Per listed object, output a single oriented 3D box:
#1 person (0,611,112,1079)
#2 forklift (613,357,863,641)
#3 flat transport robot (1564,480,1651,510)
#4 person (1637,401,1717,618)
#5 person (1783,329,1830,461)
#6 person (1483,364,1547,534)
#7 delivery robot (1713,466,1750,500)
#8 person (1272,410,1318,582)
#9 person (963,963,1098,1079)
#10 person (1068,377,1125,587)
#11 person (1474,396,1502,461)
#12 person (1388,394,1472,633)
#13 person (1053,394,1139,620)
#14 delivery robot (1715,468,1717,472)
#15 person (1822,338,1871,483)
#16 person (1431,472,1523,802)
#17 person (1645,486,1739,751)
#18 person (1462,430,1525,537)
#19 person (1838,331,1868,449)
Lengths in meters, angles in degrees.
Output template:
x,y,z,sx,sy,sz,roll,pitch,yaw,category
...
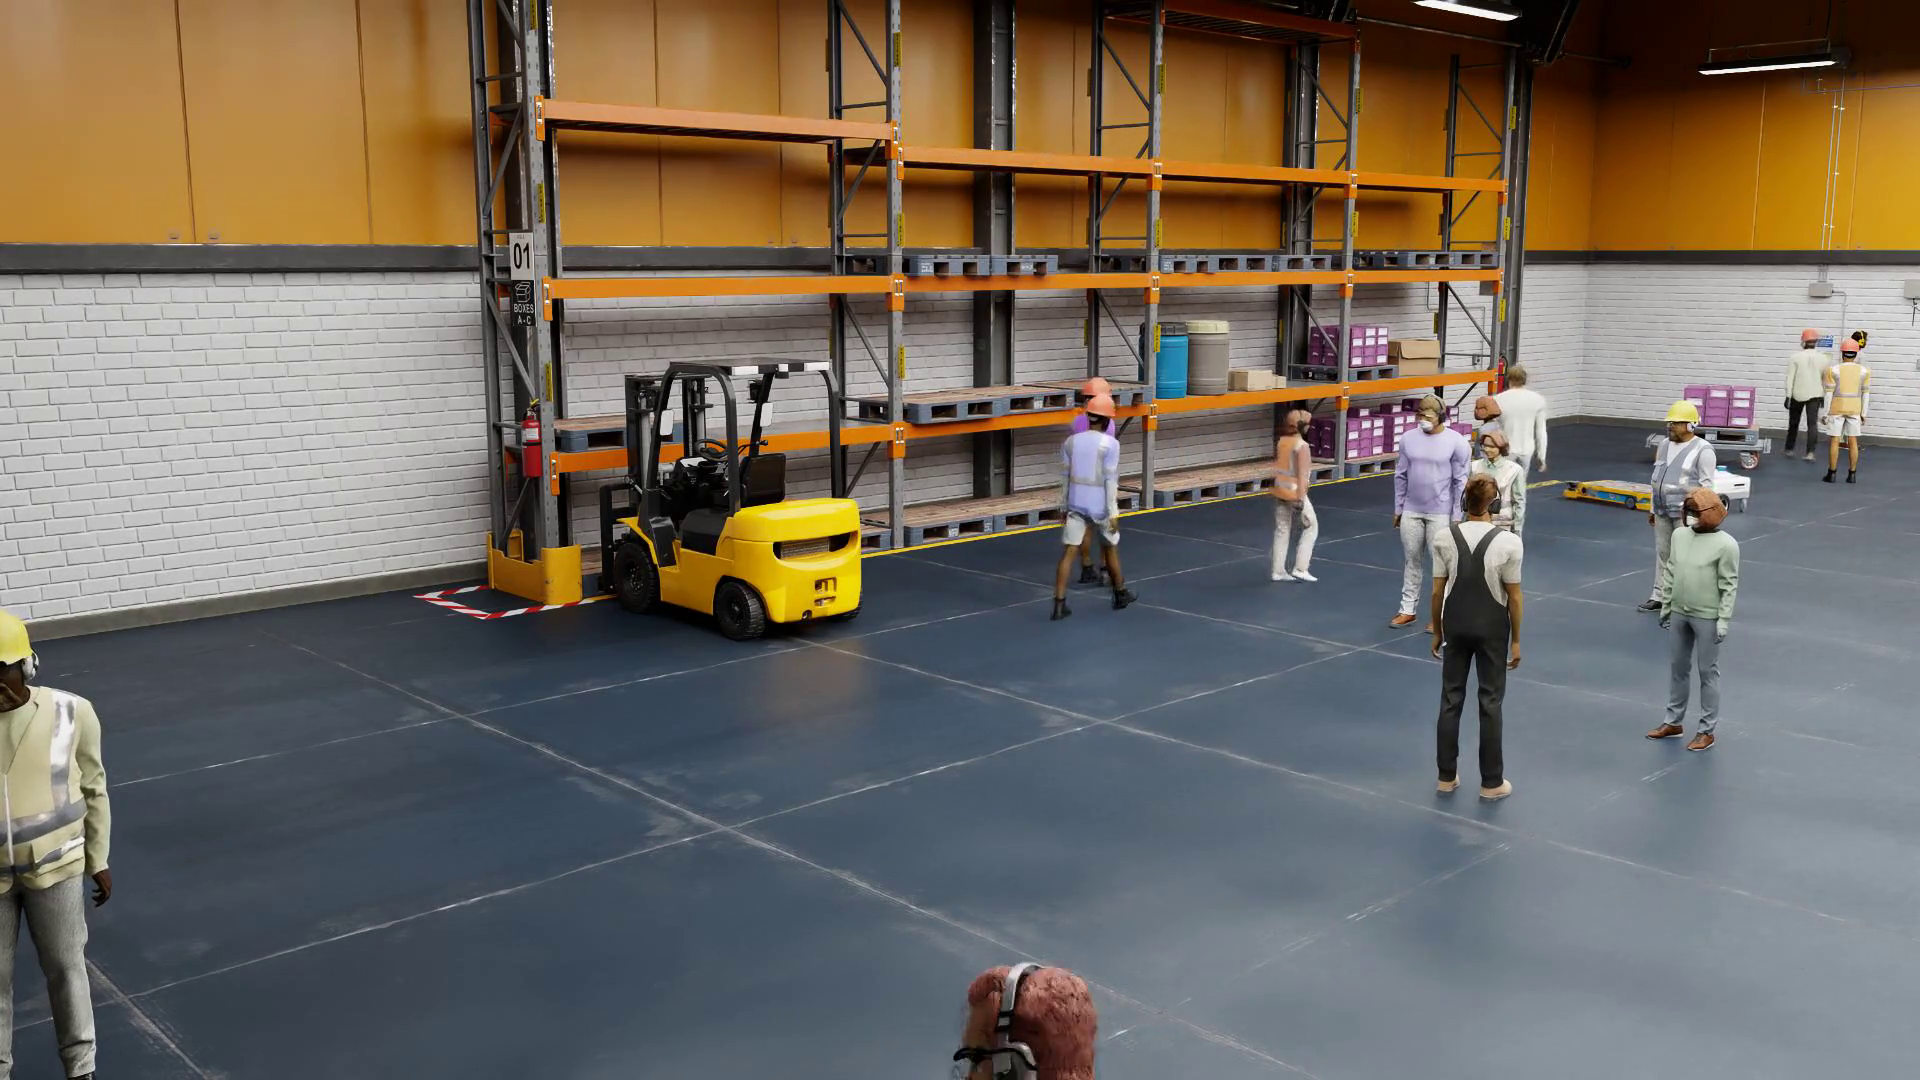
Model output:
x,y,z,sx,sy,sz,roll,pitch,yaw,category
-3.291,1.141,5.805,0.600,1.831,0.404,-5,11,-25,person
-1.847,-0.414,13.852,1.214,2.155,2.313,-9,13,-42,forklift
8.181,-0.563,20.349,0.652,0.197,1.431,-5,11,-26,flat transport robot
6.022,-0.255,13.980,0.404,1.832,0.597,-4,11,-23,person
12.669,-2.175,24.905,0.642,1.939,1.052,2,10,12,person
5.806,-0.906,17.608,0.654,1.888,1.007,-1,10,-3,person
8.988,-0.634,19.662,0.707,0.478,0.477,-5,11,-26,delivery robot
3.143,-0.402,15.473,0.496,1.623,0.519,-4,10,-21,person
0.166,1.648,2.751,0.394,1.872,0.718,-2,10,-13,person
1.261,-0.533,15.335,0.420,1.927,0.587,-8,13,-39,person
5.319,-0.643,16.833,0.270,1.631,0.507,7,12,34,person
3.789,-0.213,13.445,0.627,1.934,0.371,9,13,41,person
1.157,-0.290,14.075,0.598,1.866,1.040,7,12,35,person
8.977,-0.763,20.413,0.707,0.478,0.477,0,10,0,delivery robot
11.851,-1.726,22.289,0.550,1.935,0.375,2,10,13,person
2.880,0.541,9.292,0.504,1.843,0.345,6,11,32,person
4.543,0.477,10.279,0.282,1.633,0.499,-5,11,-26,person
4.333,-0.085,13.556,0.523,1.636,0.311,9,13,42,person
14.075,-2.361,26.208,0.309,1.868,0.535,-2,10,-10,person
